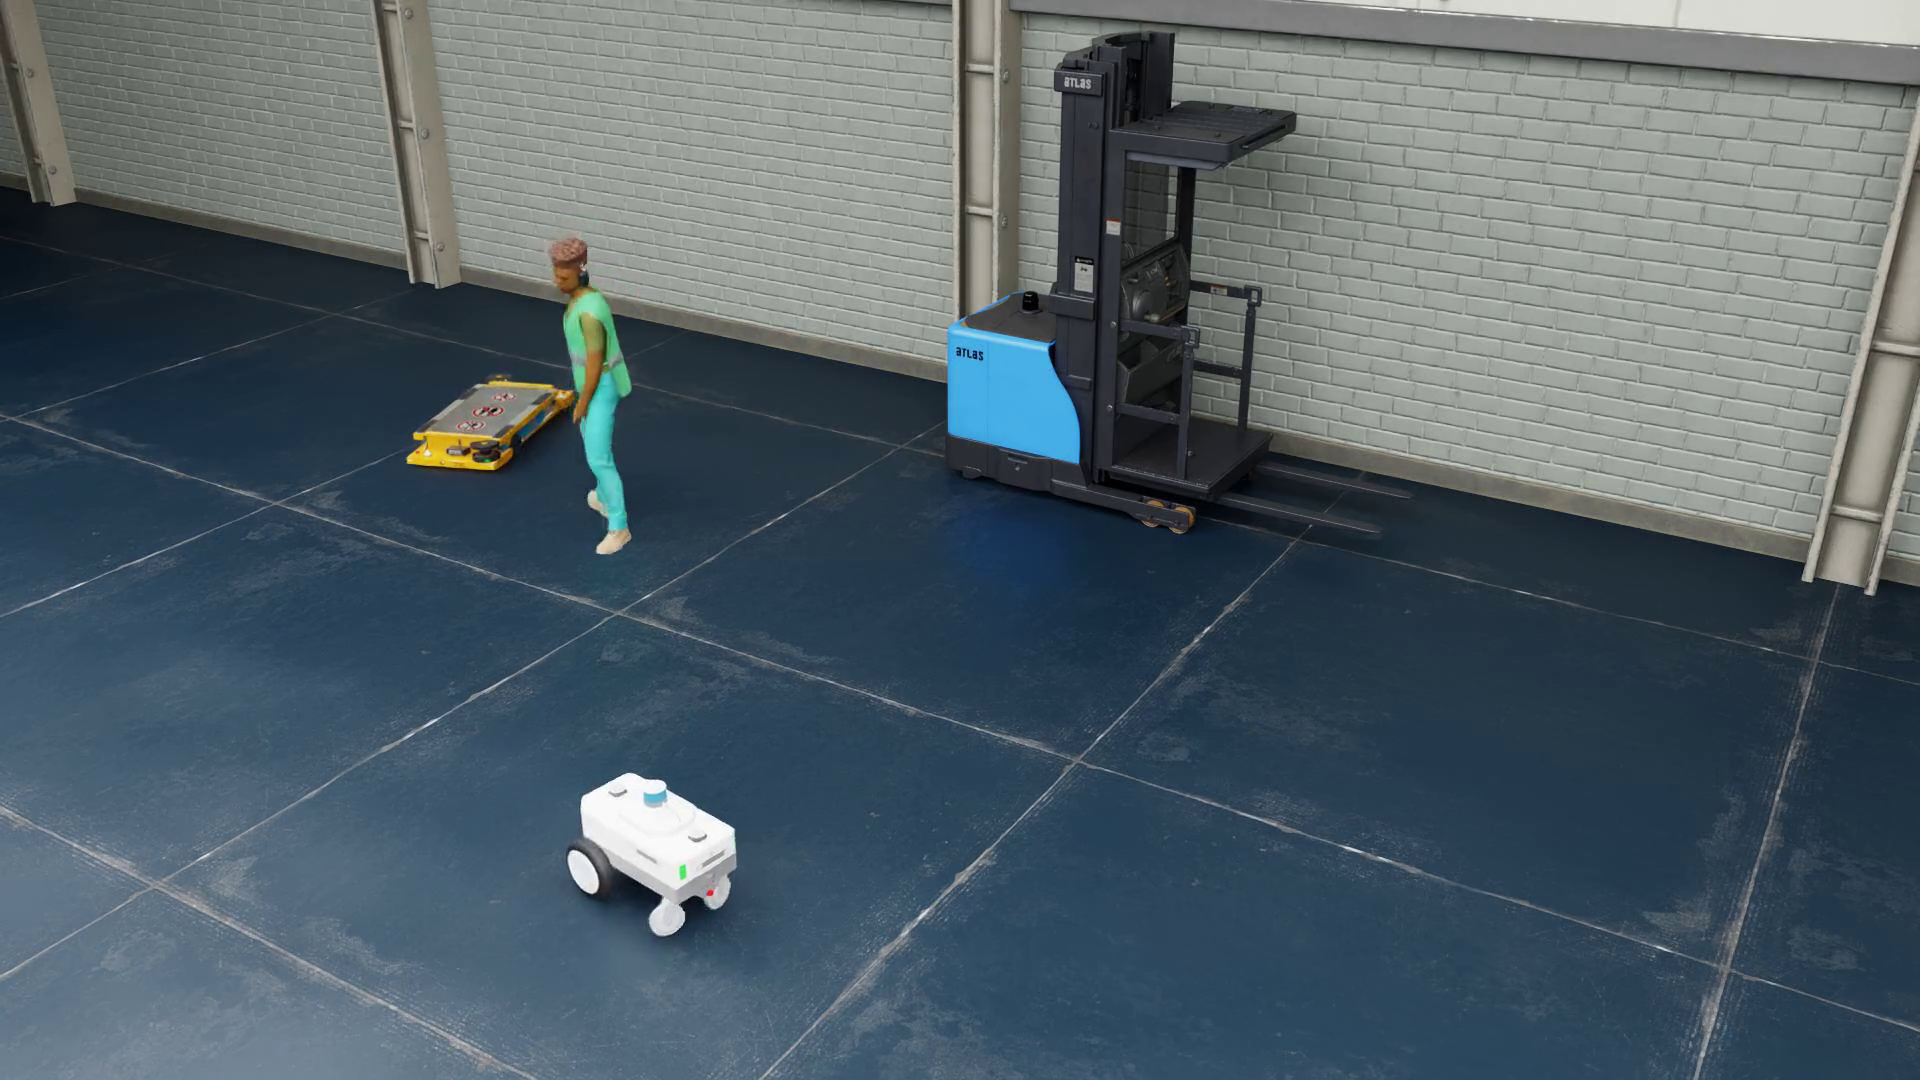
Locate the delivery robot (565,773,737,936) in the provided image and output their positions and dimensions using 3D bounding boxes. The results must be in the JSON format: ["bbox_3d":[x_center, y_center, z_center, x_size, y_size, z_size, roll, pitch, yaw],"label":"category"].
[{"bbox_3d":[-1.323,1.308,7.174,0.781,0.610,0.509,20,32,36],"label":"delivery robot"}]

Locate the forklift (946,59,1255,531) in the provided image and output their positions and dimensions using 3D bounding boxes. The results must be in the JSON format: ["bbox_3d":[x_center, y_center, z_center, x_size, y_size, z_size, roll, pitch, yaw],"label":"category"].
[{"bbox_3d":[0.933,-1.707,10.833,1.873,2.768,1.129,15,29,28],"label":"forklift"}]

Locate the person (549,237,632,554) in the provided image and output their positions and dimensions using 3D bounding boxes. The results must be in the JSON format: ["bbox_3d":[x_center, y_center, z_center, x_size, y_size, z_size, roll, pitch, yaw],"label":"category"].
[{"bbox_3d":[-2.280,-0.965,10.352,0.400,1.954,0.843,-10,27,-20],"label":"person"}]

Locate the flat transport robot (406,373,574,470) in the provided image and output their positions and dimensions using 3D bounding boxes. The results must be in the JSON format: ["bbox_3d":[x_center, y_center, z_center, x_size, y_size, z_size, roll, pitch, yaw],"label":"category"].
[{"bbox_3d":[-3.388,-0.863,12.084,0.659,0.231,1.431,4,26,9],"label":"flat transport robot"}]
